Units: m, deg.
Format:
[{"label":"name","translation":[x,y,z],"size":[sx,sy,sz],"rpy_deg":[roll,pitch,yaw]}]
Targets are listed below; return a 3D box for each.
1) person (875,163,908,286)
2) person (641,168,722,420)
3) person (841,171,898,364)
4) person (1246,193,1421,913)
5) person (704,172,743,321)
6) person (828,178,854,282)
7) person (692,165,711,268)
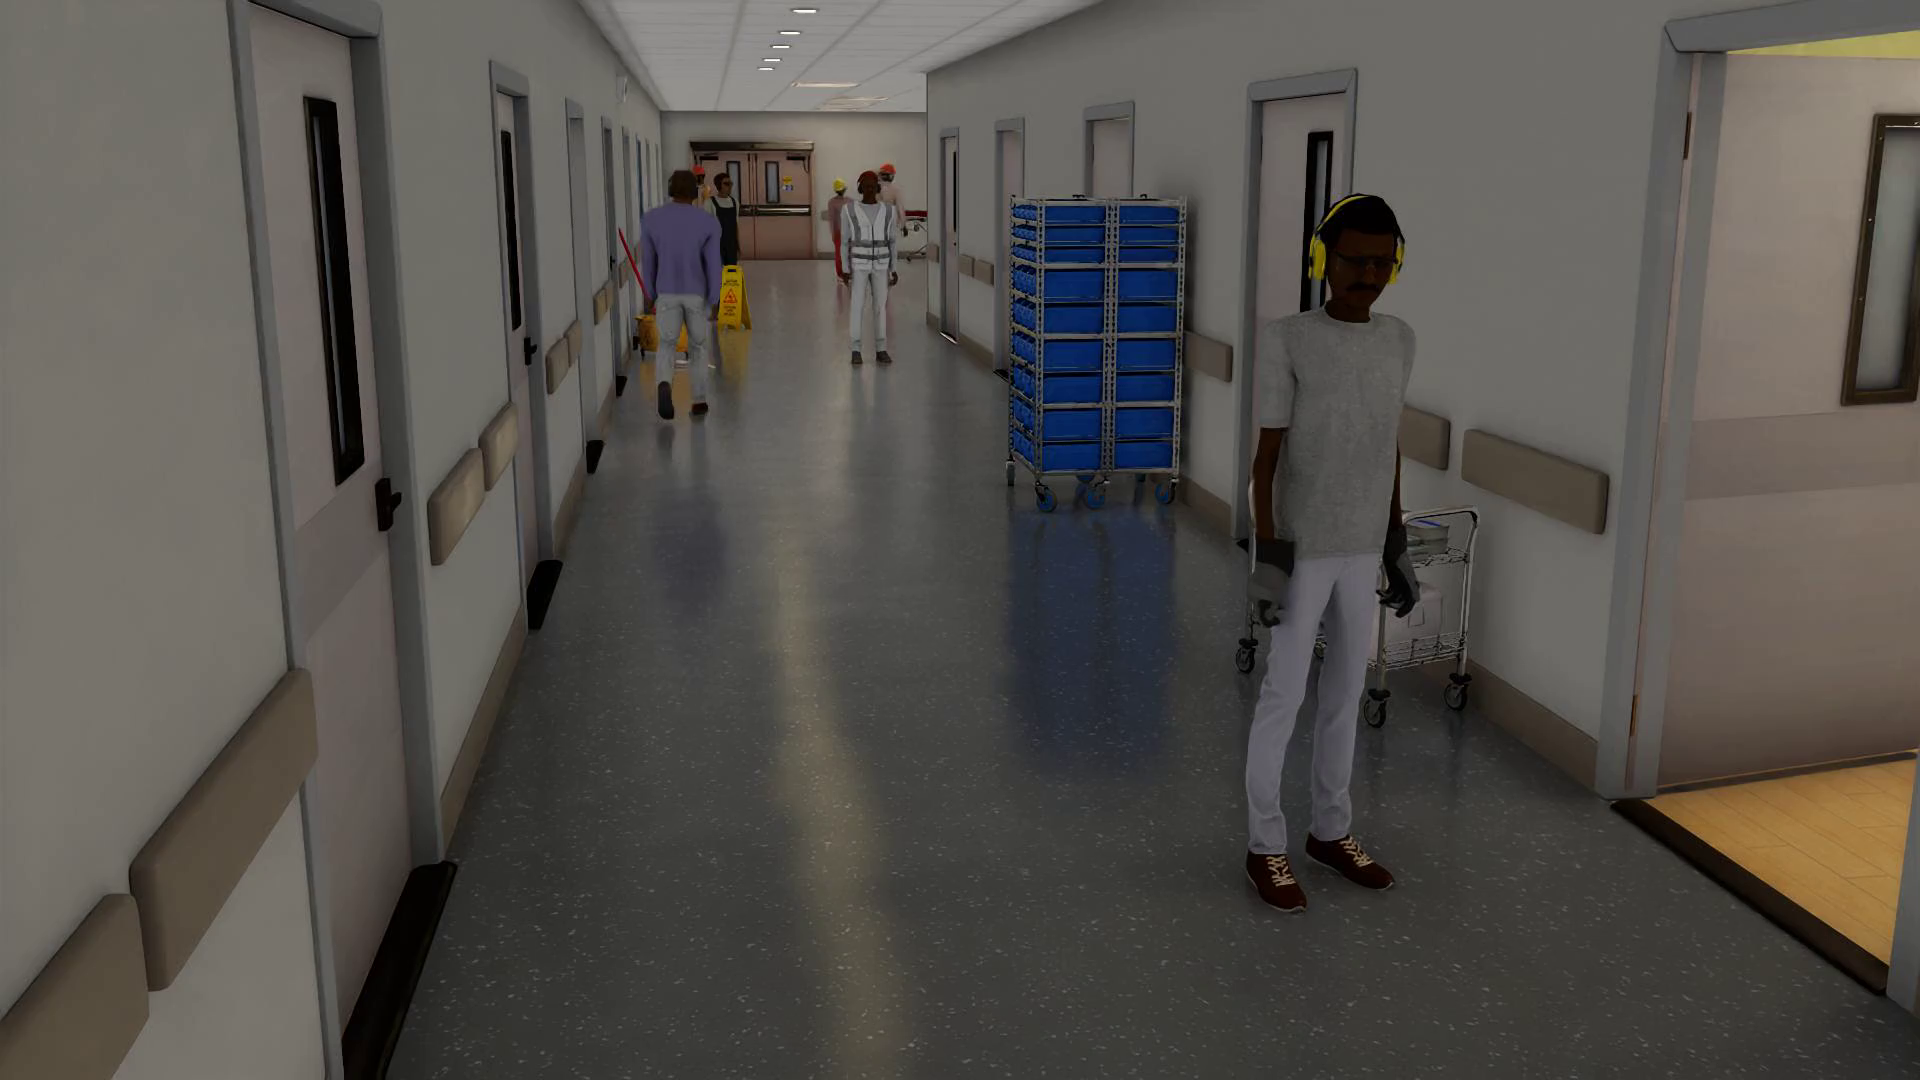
[{"label":"person","translation":[-1.111,-5.094,26.943],"size":[0.621,1.971,0.745],"rpy_deg":[9,16,36]},{"label":"person","translation":[-2.128,-1.872,12.738],"size":[0.632,1.919,0.831],"rpy_deg":[0,13,0]},{"label":"person","translation":[-0.892,-2.684,16.421],"size":[0.576,1.883,0.354],"rpy_deg":[-4,13,-17]},{"label":"person","translation":[0.985,0.040,4.371],"size":[0.517,1.865,0.328],"rpy_deg":[-6,14,-25]},{"label":"person","translation":[-2.985,-3.707,21.043],"size":[0.513,1.846,0.336],"rpy_deg":[-11,17,-40]},{"label":"person","translation":[-1.967,-5.203,27.957],"size":[0.590,1.720,0.423],"rpy_deg":[-11,16,-39]},{"label":"person","translation":[-4.698,-5.806,30.166],"size":[0.373,1.934,0.552],"rpy_deg":[-7,14,-27]}]
